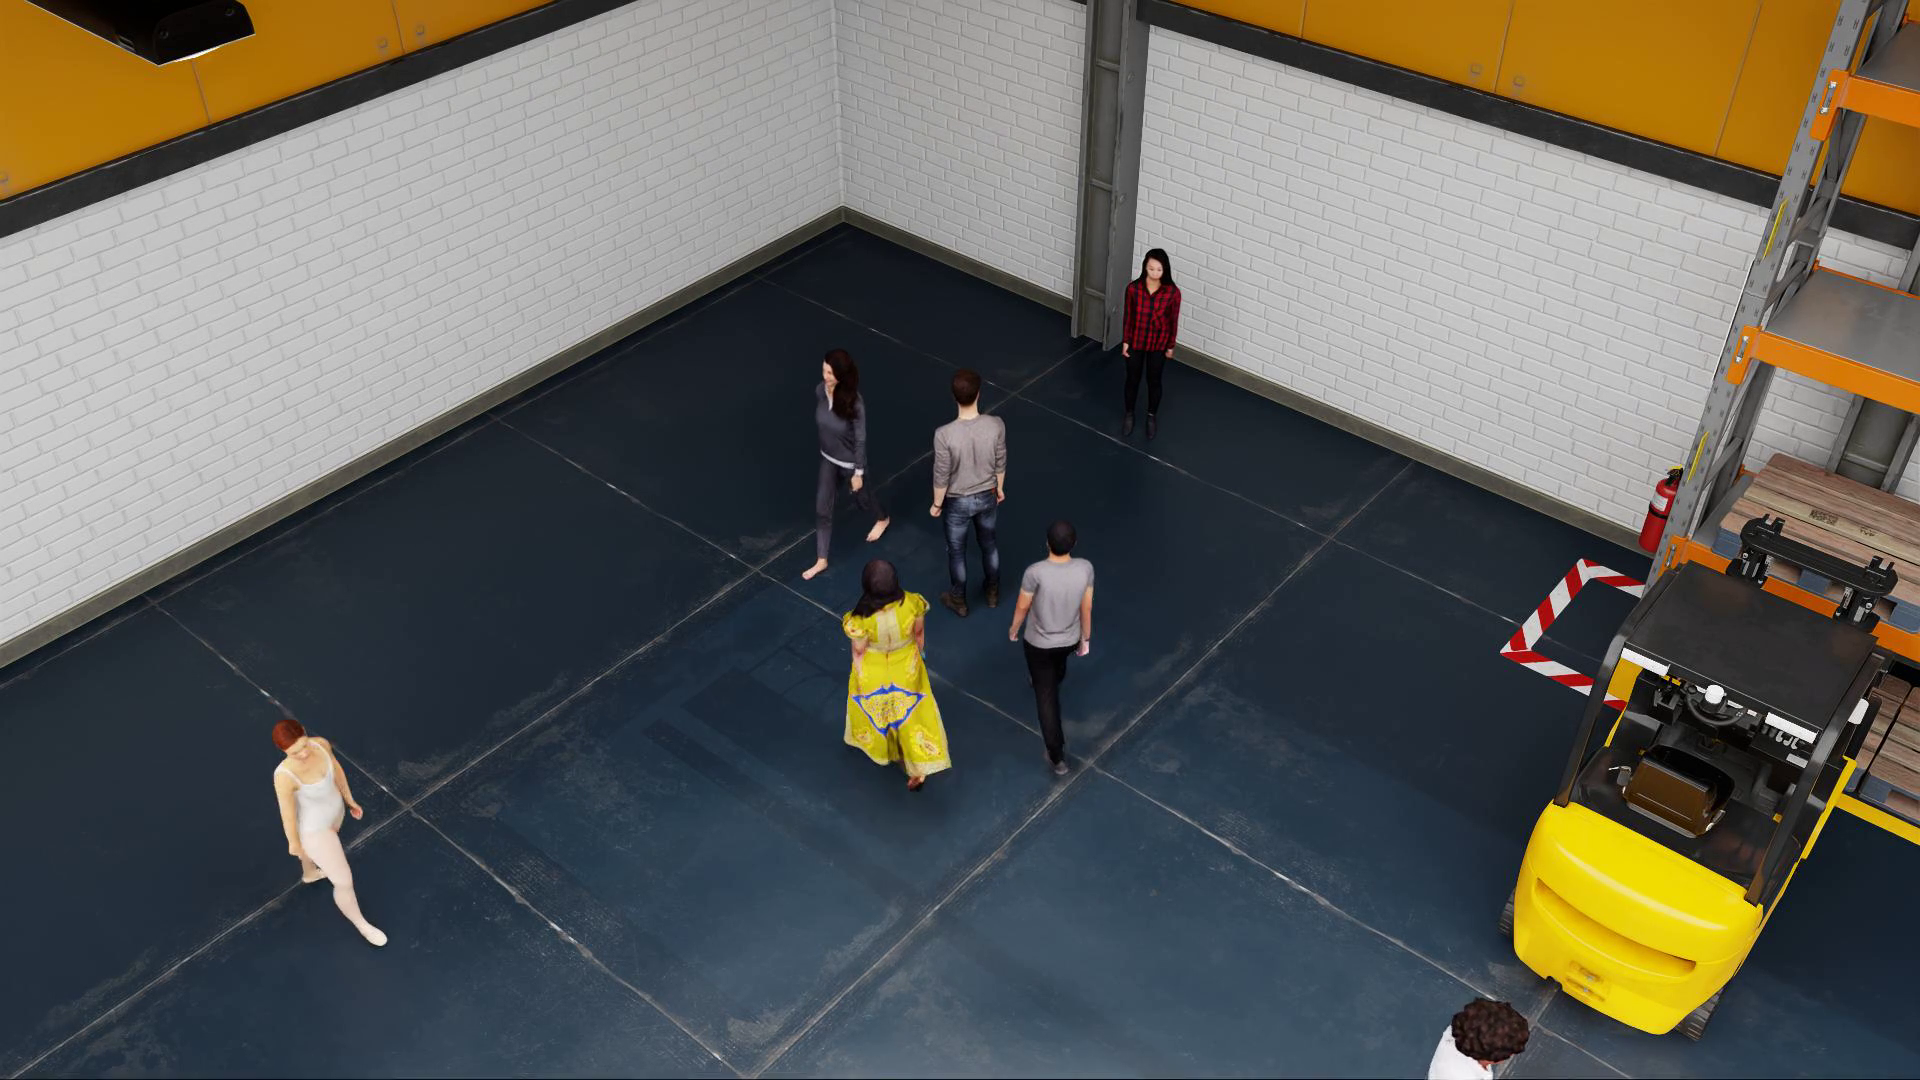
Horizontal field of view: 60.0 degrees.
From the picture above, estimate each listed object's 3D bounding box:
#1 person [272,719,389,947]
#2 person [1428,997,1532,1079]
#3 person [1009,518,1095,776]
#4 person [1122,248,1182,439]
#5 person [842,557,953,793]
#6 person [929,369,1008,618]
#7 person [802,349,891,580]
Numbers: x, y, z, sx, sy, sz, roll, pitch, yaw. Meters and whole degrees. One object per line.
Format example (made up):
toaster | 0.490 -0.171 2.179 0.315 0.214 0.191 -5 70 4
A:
person | -3.563 1.518 9.134 1.036 1.607 0.879 5 39 7
person | 2.116 2.672 7.538 0.730 1.797 0.721 11 40 13
person | 0.582 0.650 10.130 0.965 1.719 1.222 -14 41 -17
person | 1.456 -1.547 12.936 0.606 1.652 0.717 6 39 8
person | -0.408 0.839 9.962 1.019 1.636 1.159 -12 40 -14
person | 0.073 -0.286 11.157 0.782 1.901 0.772 -12 40 -15
person | -0.750 -0.589 11.675 1.062 1.729 0.754 23 44 26
